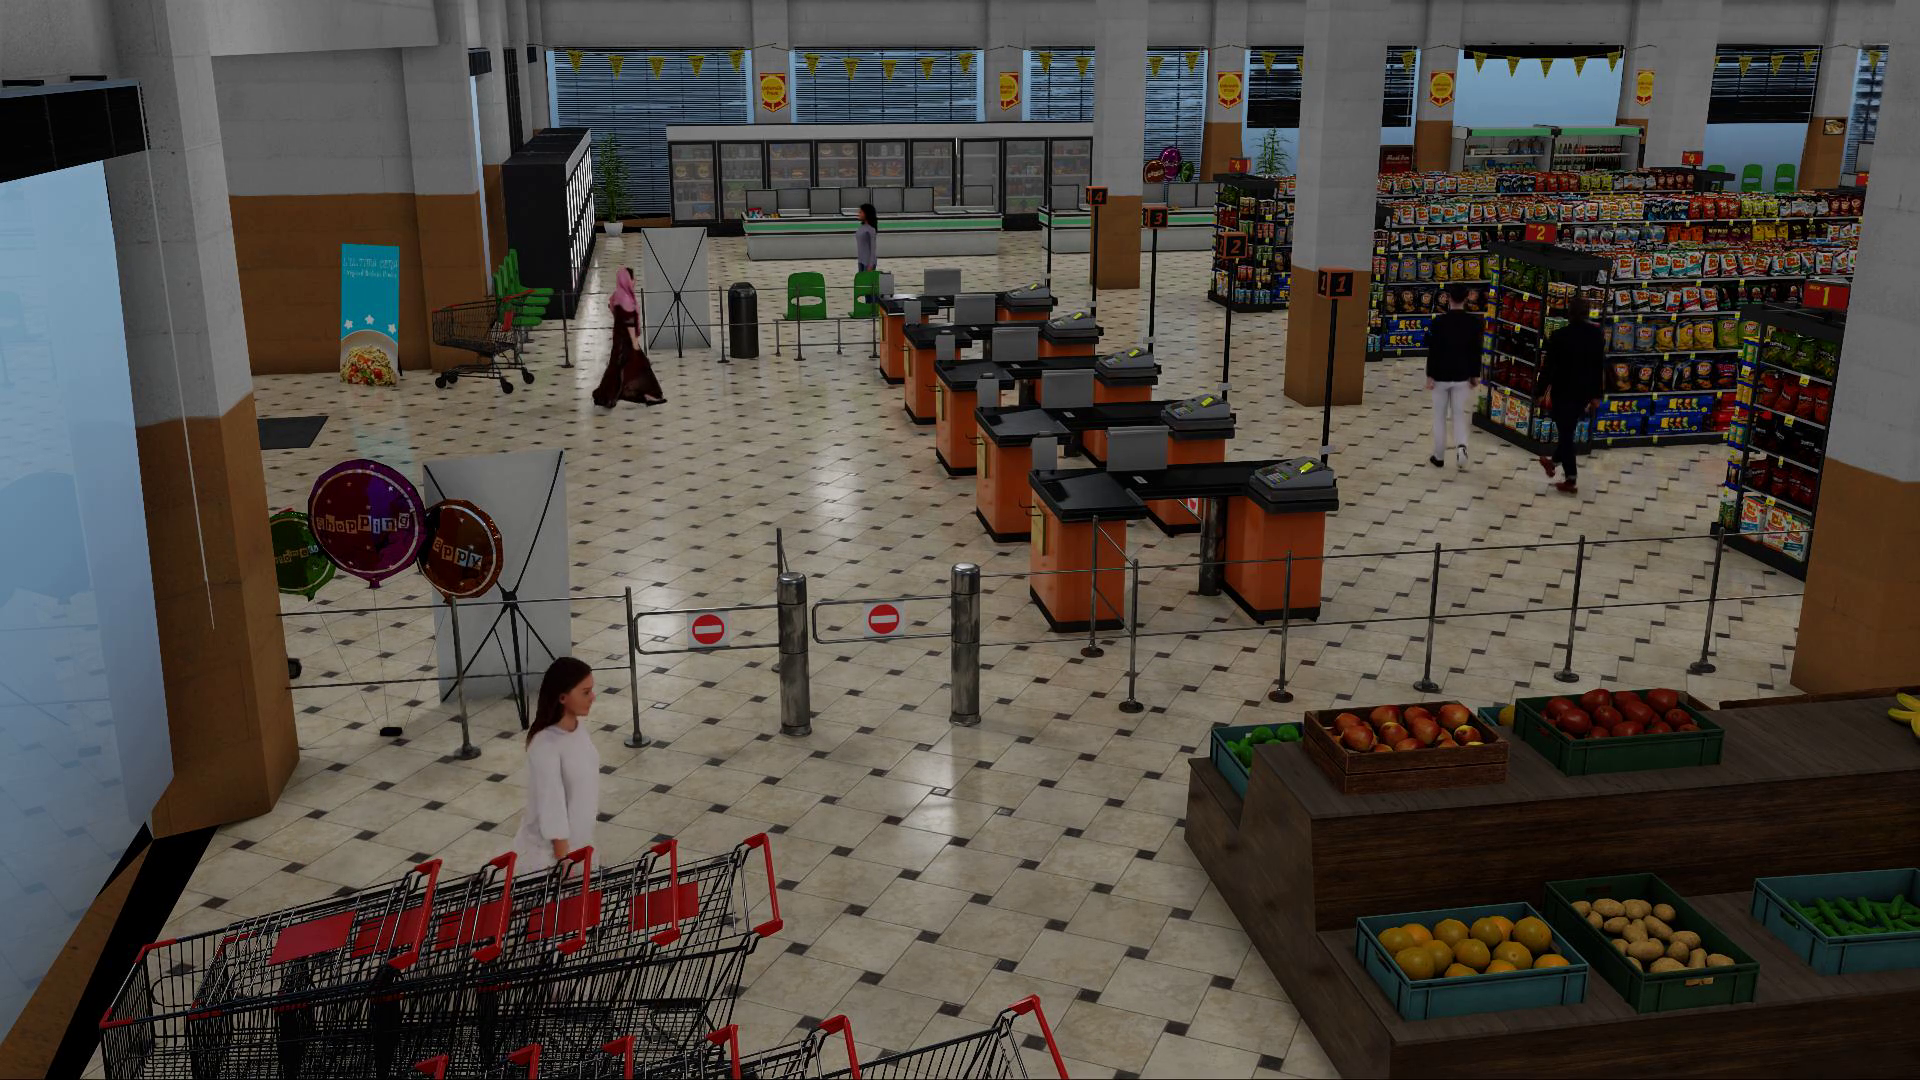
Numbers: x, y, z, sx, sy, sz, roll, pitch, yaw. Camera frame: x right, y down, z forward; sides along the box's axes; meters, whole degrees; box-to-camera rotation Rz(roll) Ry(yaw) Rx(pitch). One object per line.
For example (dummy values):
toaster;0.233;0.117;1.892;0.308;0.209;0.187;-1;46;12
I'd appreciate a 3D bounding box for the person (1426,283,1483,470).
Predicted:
person;4.784;-1.553;16.134;0.955;1.828;0.853;0;17;1

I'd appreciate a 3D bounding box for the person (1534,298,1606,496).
person;5.691;-1.299;15.377;1.002;1.783;0.797;-3;17;-11

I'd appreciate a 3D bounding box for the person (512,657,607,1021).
person;-1.790;1.293;7.040;0.795;1.668;0.724;3;17;9

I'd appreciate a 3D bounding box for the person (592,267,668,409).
person;-3.863;-2.245;18.815;1.055;1.596;0.627;-3;17;-10

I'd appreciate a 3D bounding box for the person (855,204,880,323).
person;-1.362;-4.138;24.799;0.605;1.741;0.656;-7;18;-23
